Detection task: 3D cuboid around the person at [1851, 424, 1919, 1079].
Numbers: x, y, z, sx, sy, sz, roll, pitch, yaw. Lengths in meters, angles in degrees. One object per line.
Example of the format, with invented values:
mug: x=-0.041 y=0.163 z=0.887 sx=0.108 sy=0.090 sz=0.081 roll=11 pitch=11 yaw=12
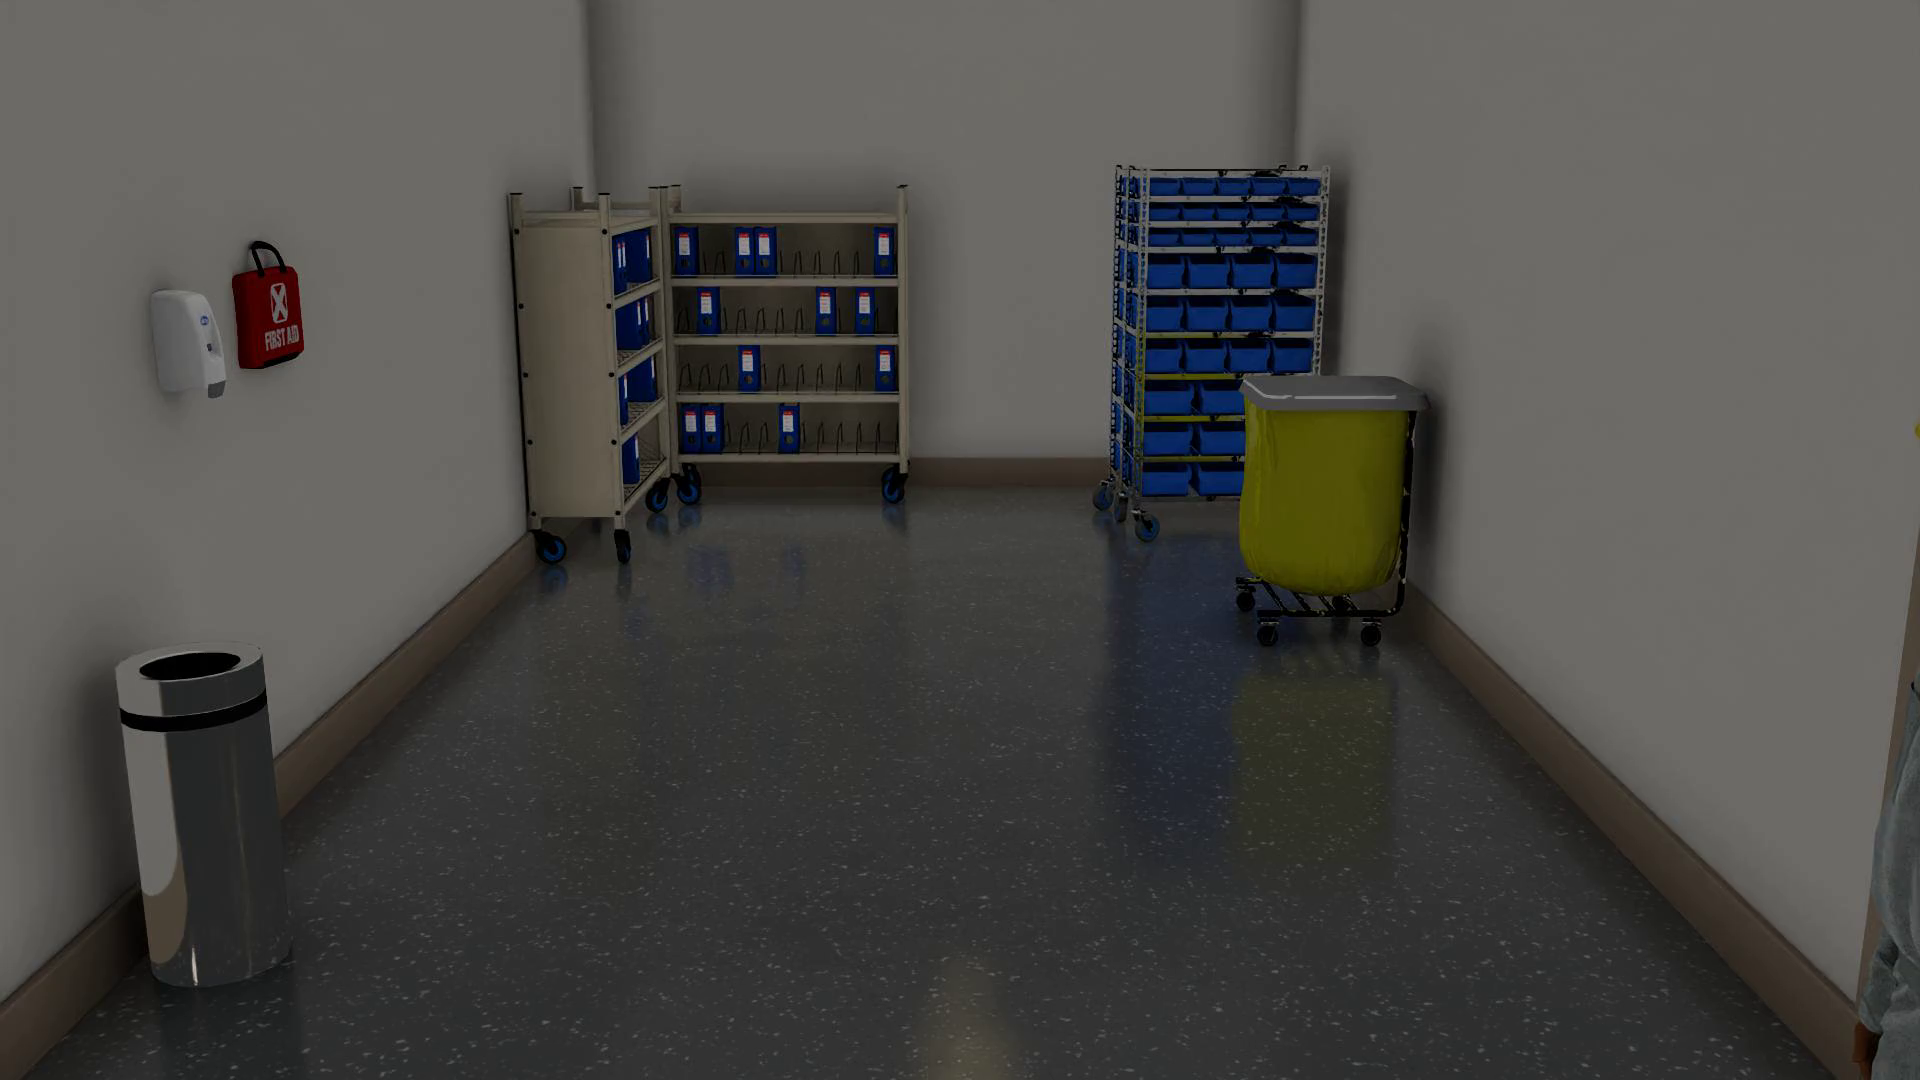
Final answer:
person: x=1.089 y=0.582 z=1.755 sx=0.311 sy=1.735 sz=0.484 roll=0 pitch=13 yaw=0
